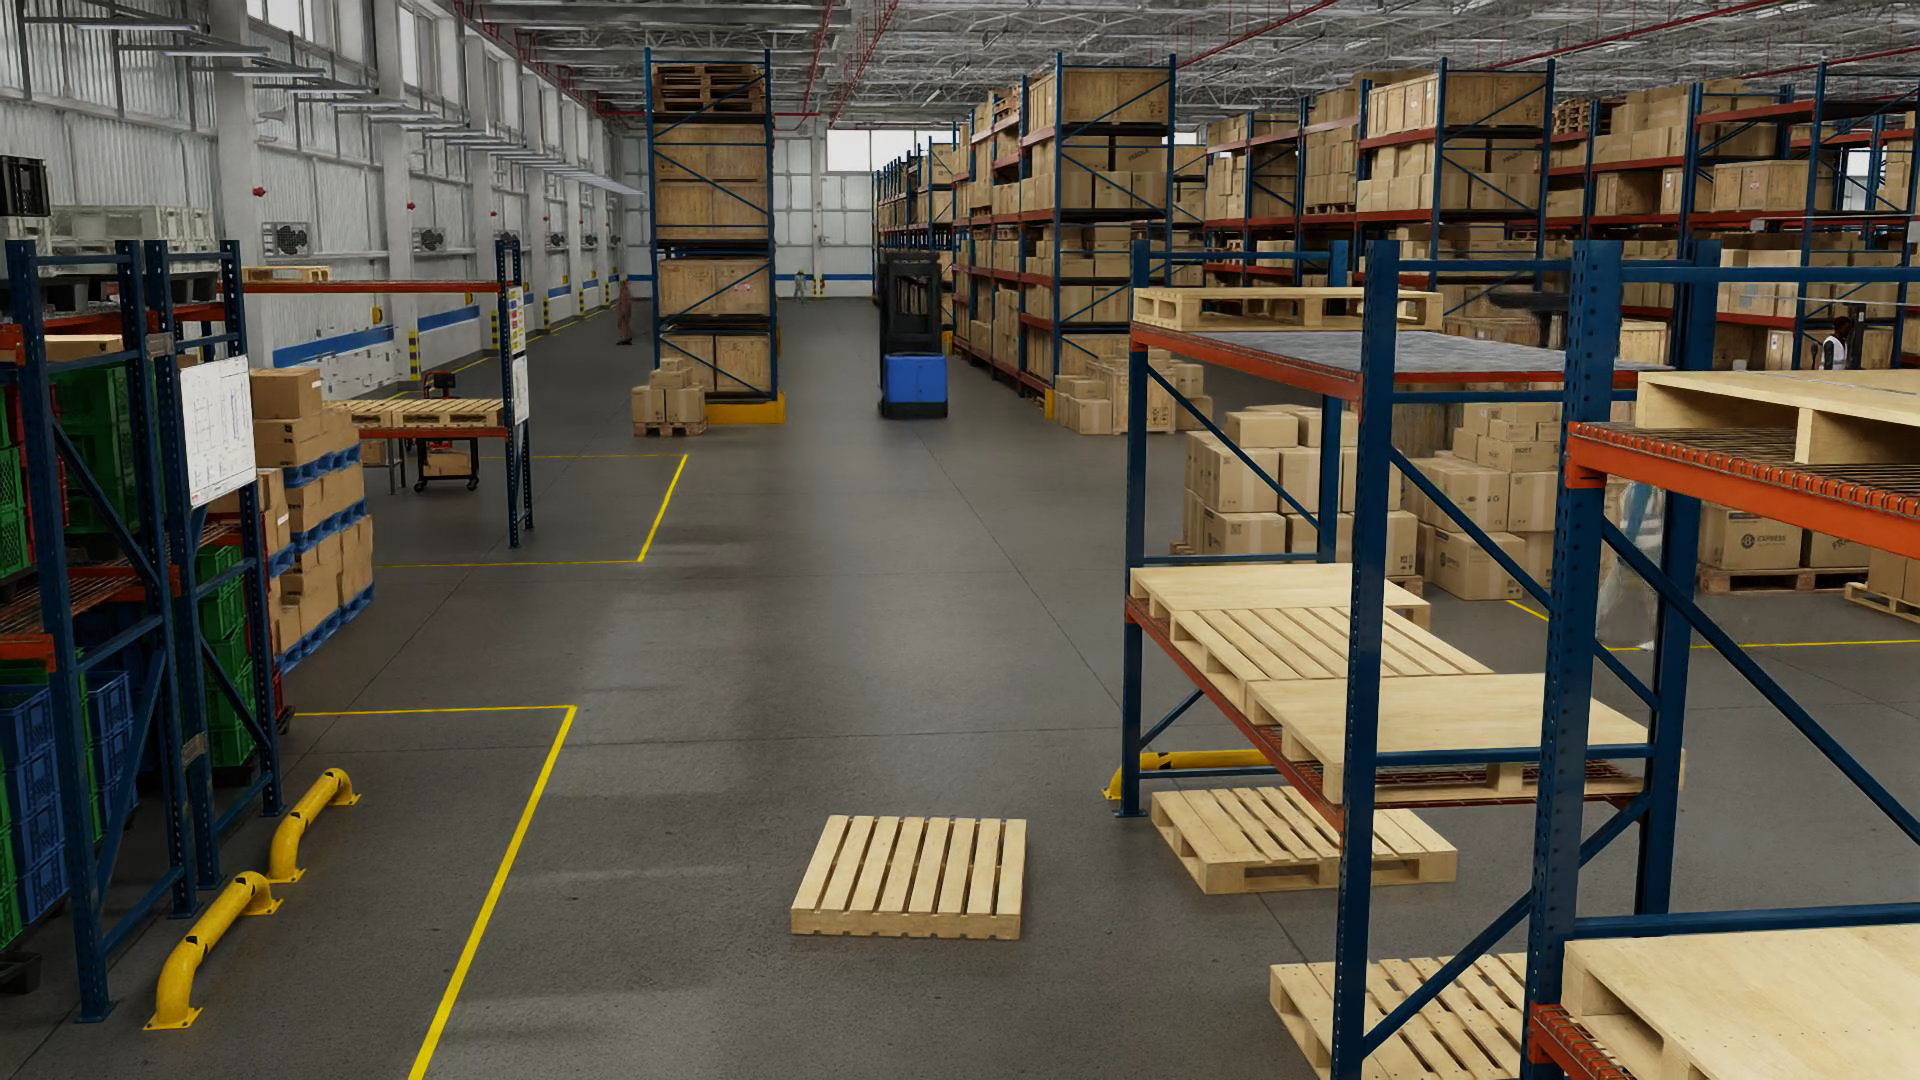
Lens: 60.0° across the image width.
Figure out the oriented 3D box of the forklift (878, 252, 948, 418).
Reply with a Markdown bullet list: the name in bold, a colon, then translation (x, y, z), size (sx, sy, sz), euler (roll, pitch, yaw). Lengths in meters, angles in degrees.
- **forklift**: translation (-0.815, -3.559, 28.654), size (1.129, 2.768, 1.873), euler (-1, 10, -6)

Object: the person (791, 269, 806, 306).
- **person**: translation (-7.472, -11.663, 76.813), size (0.709, 1.707, 0.508), euler (-3, 11, -17)

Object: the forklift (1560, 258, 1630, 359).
- **forklift**: translation (7.243, -1.841, 19.137), size (1.873, 2.768, 1.129), euler (-1, 10, -6)

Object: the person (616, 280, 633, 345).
- **person**: translation (-9.809, -6.601, 48.302), size (0.600, 1.870, 0.709), euler (1, 10, 3)

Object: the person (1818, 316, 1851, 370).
- **person**: translation (13.044, -2.389, 24.871), size (0.587, 1.911, 0.397), euler (-10, 14, -43)

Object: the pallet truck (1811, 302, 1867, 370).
- **pallet truck**: translation (15.846, -3.142, 28.793), size (1.885, 1.965, 0.823), euler (2, 10, 12)

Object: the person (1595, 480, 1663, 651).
- **person**: translation (4.930, 0.025, 12.323), size (0.831, 1.591, 0.541), euler (4, 11, 19)
